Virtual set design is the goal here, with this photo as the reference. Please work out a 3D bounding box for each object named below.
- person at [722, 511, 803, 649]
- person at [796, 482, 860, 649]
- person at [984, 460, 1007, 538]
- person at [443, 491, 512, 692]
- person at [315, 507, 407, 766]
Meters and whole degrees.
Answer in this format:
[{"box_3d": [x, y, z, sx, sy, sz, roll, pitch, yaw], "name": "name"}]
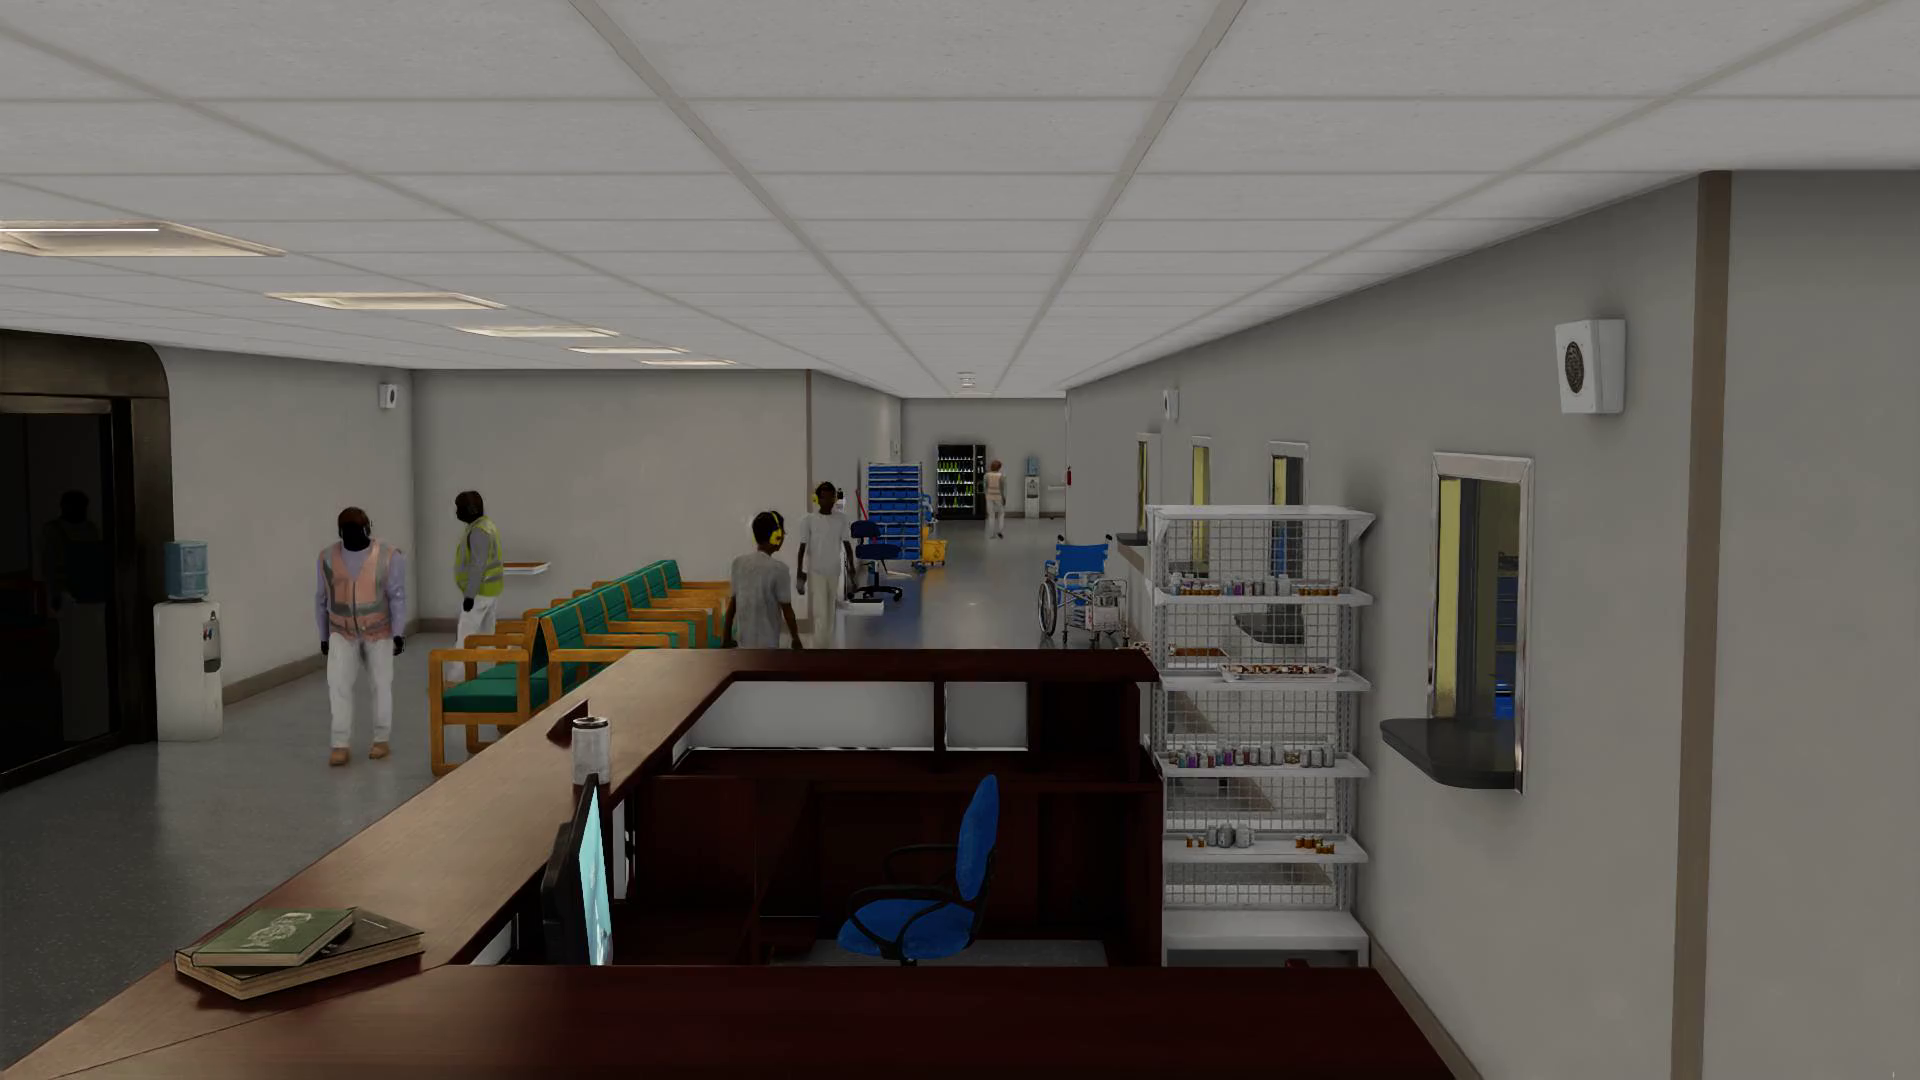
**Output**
[{"box_3d": [-1.283, 0.718, 11.164, 0.542, 1.813, 1.003, 3, 5, 40], "name": "person"}, {"box_3d": [-1.259, 0.358, 16.054, 0.531, 1.842, 0.677, -2, 5, -30], "name": "person"}, {"box_3d": [0.736, -0.836, 34.361, 0.512, 1.619, 0.511, 1, 4, 14], "name": "person"}, {"box_3d": [-4.366, 0.461, 14.996, 0.820, 1.803, 0.666, -1, 4, -13], "name": "person"}, {"box_3d": [-4.236, 0.680, 11.733, 0.657, 1.813, 0.744, -1, 4, -8], "name": "person"}]
